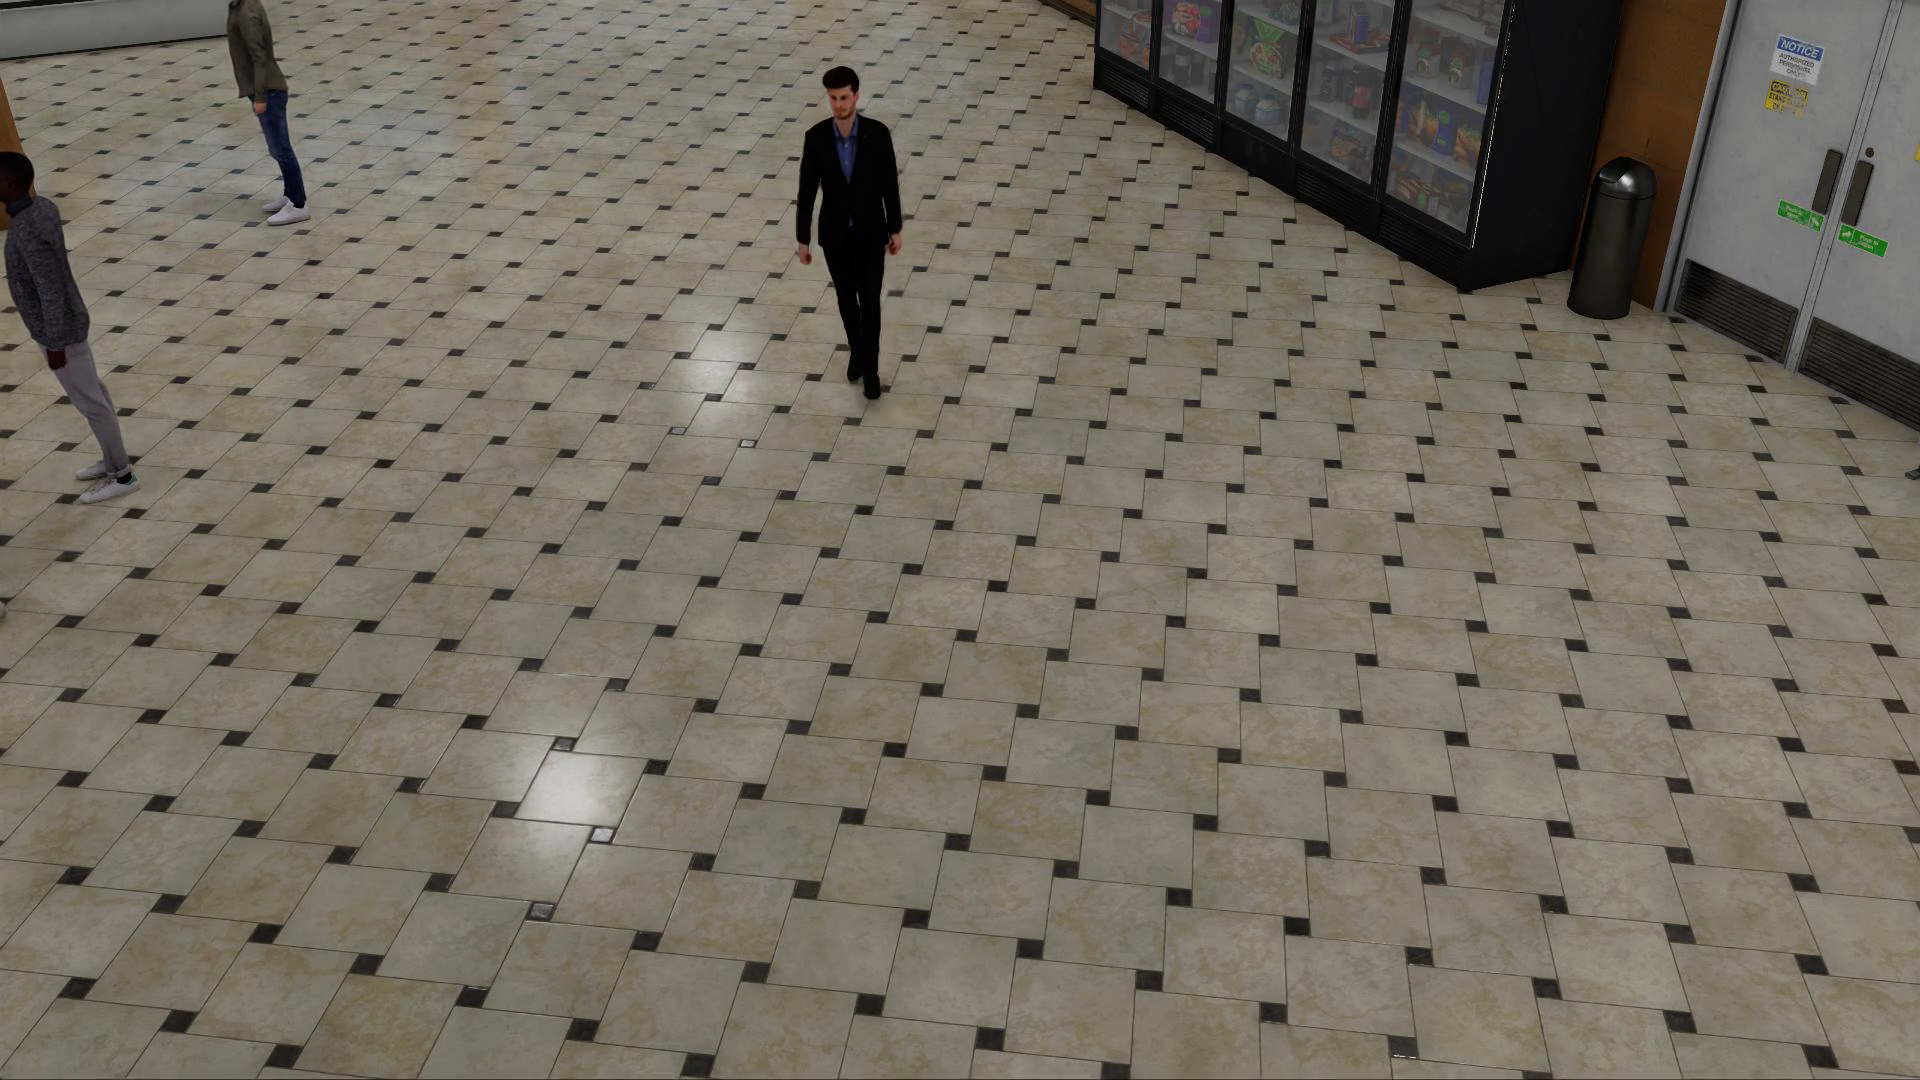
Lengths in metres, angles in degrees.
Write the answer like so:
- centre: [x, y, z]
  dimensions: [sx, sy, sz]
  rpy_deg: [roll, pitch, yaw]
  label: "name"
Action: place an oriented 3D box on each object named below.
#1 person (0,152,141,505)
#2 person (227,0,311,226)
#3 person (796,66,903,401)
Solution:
- centre: [-4.509, -1.067, 8.368]
  dimensions: [0.531, 1.838, 0.677]
  rpy_deg: [-13, 34, -19]
  label: "person"
- centre: [-4.887, -3.168, 11.718]
  dimensions: [0.573, 1.868, 0.694]
  rpy_deg: [-13, 34, -19]
  label: "person"
- centre: [-0.605, -1.803, 9.523]
  dimensions: [0.964, 1.869, 1.010]
  rpy_deg: [2, 32, 3]
  label: "person"
